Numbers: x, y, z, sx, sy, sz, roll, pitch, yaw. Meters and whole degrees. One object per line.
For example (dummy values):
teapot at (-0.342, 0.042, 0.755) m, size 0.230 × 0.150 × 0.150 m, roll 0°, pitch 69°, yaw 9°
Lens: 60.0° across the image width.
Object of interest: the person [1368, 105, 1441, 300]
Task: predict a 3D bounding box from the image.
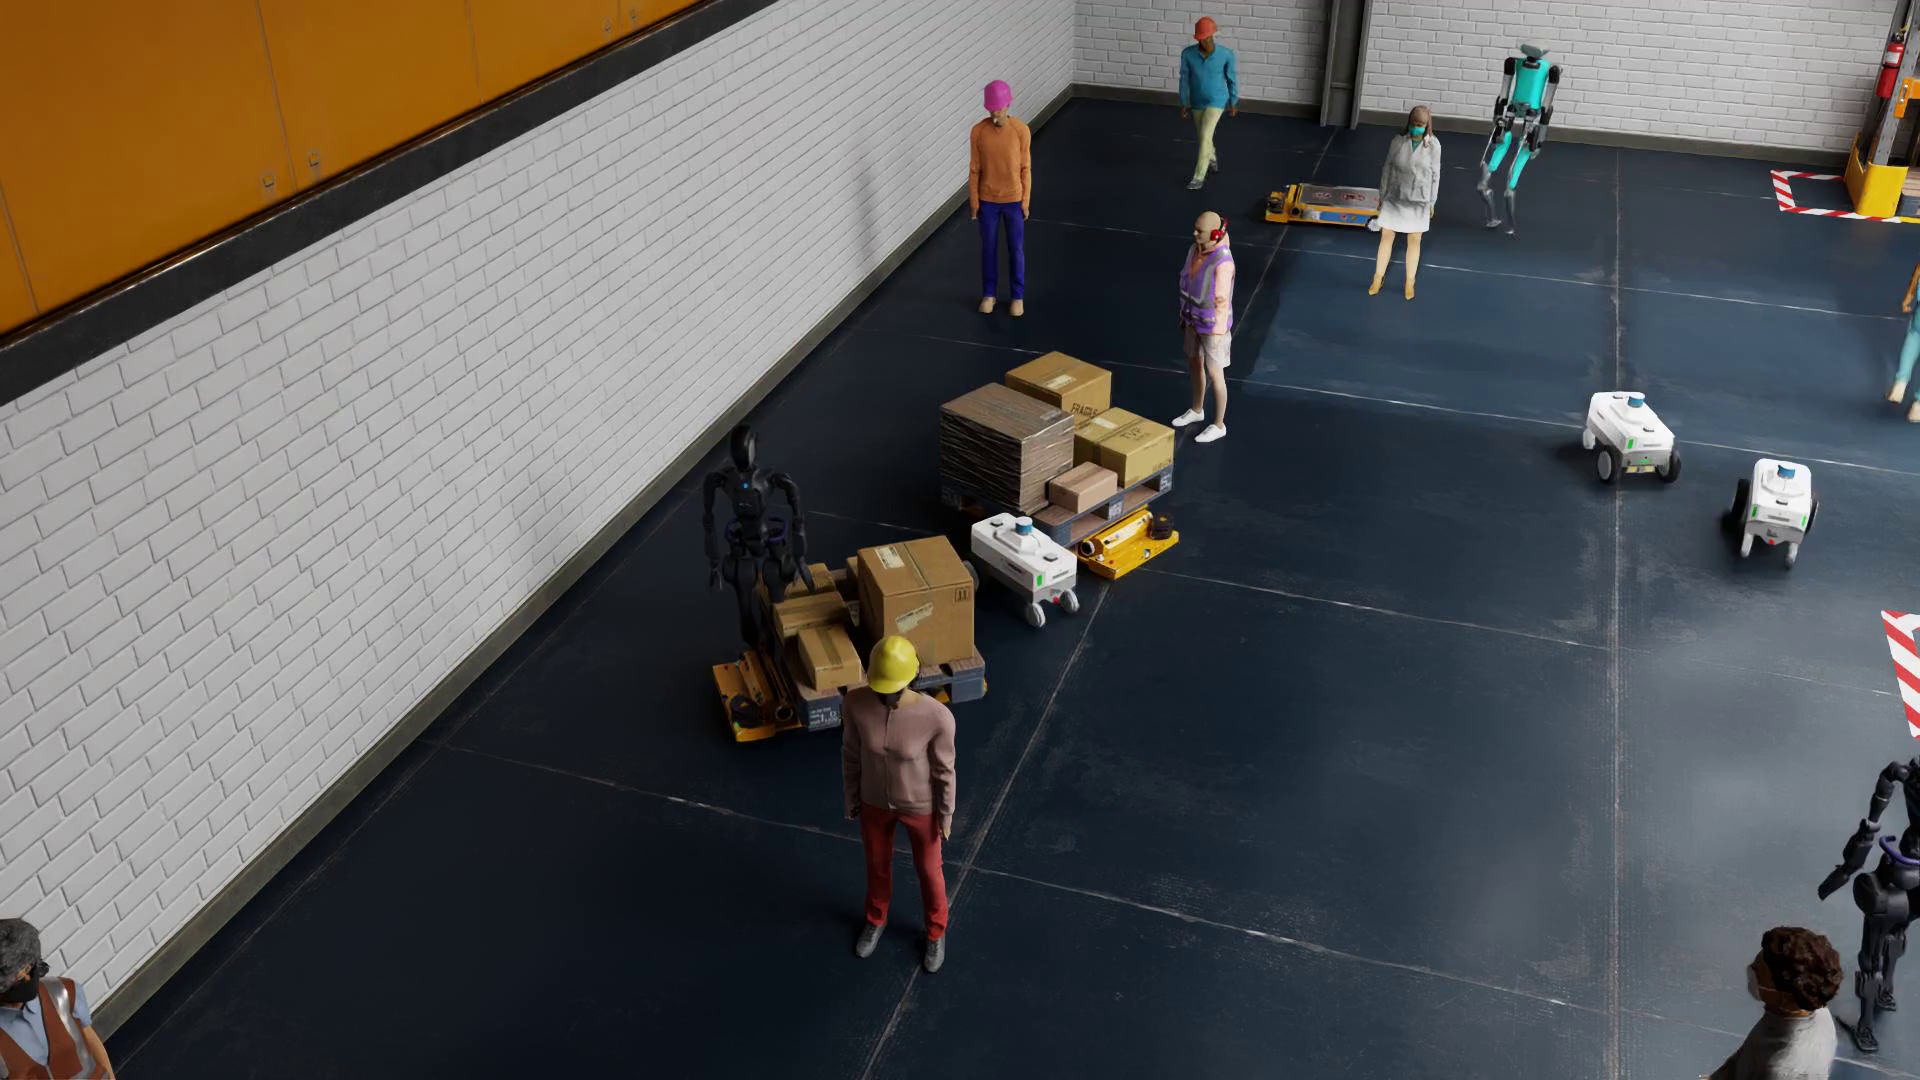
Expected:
person at (3.790, -2.859, 14.110) m, size 0.486 × 1.663 × 0.339 m, roll 11°, pitch 32°, yaw 18°

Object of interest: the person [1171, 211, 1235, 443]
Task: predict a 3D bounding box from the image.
person at (1.742, -1.523, 11.820) m, size 0.353 × 1.685 × 0.486 m, roll -15°, pitch 34°, yaw -24°

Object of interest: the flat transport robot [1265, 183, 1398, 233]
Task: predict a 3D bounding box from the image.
flat transport robot at (3.710, -3.215, 16.094) m, size 1.431 × 0.231 × 0.659 m, roll 7°, pitch 31°, yaw 13°

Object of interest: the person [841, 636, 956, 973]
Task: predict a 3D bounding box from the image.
person at (-0.270, 1.147, 7.208) m, size 0.519 × 1.758 × 0.346 m, roll 9°, pitch 32°, yaw 15°

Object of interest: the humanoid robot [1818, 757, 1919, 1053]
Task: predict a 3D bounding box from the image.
humanoid robot at (3.923, 1.388, 6.883) m, size 0.592 × 1.642 × 0.428 m, roll -1°, pitch 30°, yaw -2°

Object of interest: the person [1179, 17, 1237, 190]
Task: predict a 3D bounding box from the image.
person at (2.515, -4.472, 16.832) m, size 0.578 × 1.692 × 0.873 m, roll 15°, pitch 34°, yaw 24°

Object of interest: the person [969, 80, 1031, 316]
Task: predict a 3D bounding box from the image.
person at (0.327, -2.825, 13.759) m, size 0.515 × 1.972 × 0.404 m, roll 4°, pitch 31°, yaw 7°

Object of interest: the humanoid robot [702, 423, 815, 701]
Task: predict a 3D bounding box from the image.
humanoid robot at (-1.095, 0.102, 9.067) m, size 0.602 × 1.644 × 0.472 m, roll 3°, pitch 31°, yaw 4°

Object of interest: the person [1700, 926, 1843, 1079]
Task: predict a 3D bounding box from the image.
person at (2.650, 2.026, 5.621) m, size 0.972 × 1.845 × 0.541 m, roll 21°, pitch 36°, yaw 31°

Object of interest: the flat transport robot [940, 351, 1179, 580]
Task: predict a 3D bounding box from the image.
flat transport robot at (0.671, -0.182, 10.935) m, size 1.431 × 0.231 × 0.659 m, roll 26°, pitch 39°, yaw 37°

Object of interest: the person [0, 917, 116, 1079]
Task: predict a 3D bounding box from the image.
person at (-3.159, 2.004, 5.810) m, size 0.322 × 1.691 × 0.444 m, roll 23°, pitch 38°, yaw 34°

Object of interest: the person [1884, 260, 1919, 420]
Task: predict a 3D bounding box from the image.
person at (7.162, -1.746, 12.031) m, size 0.538 × 1.852 × 0.473 m, roll 23°, pitch 38°, yaw 34°

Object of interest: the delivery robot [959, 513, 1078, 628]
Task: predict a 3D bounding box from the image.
delivery robot at (0.380, 0.134, 10.109) m, size 0.499 × 0.587 × 0.788 m, roll -21°, pitch 36°, yaw -32°

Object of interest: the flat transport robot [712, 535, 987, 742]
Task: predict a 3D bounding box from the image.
flat transport robot at (-0.624, 0.753, 9.345) m, size 1.431 × 0.231 × 0.659 m, roll -10°, pitch 32°, yaw -16°

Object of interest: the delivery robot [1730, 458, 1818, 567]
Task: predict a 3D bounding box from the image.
delivery robot at (5.269, -0.227, 10.723) m, size 0.499 × 0.587 × 0.789 m, roll 13°, pitch 33°, yaw 21°

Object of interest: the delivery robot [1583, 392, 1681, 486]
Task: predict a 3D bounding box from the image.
delivery robot at (4.665, -0.753, 11.593) m, size 0.499 × 0.563 × 0.738 m, roll -2°, pitch 31°, yaw -3°

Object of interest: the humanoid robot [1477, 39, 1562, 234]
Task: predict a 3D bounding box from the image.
humanoid robot at (5.127, -3.687, 15.471) m, size 0.544 × 1.819 × 0.678 m, roll 21°, pitch 36°, yaw 31°
